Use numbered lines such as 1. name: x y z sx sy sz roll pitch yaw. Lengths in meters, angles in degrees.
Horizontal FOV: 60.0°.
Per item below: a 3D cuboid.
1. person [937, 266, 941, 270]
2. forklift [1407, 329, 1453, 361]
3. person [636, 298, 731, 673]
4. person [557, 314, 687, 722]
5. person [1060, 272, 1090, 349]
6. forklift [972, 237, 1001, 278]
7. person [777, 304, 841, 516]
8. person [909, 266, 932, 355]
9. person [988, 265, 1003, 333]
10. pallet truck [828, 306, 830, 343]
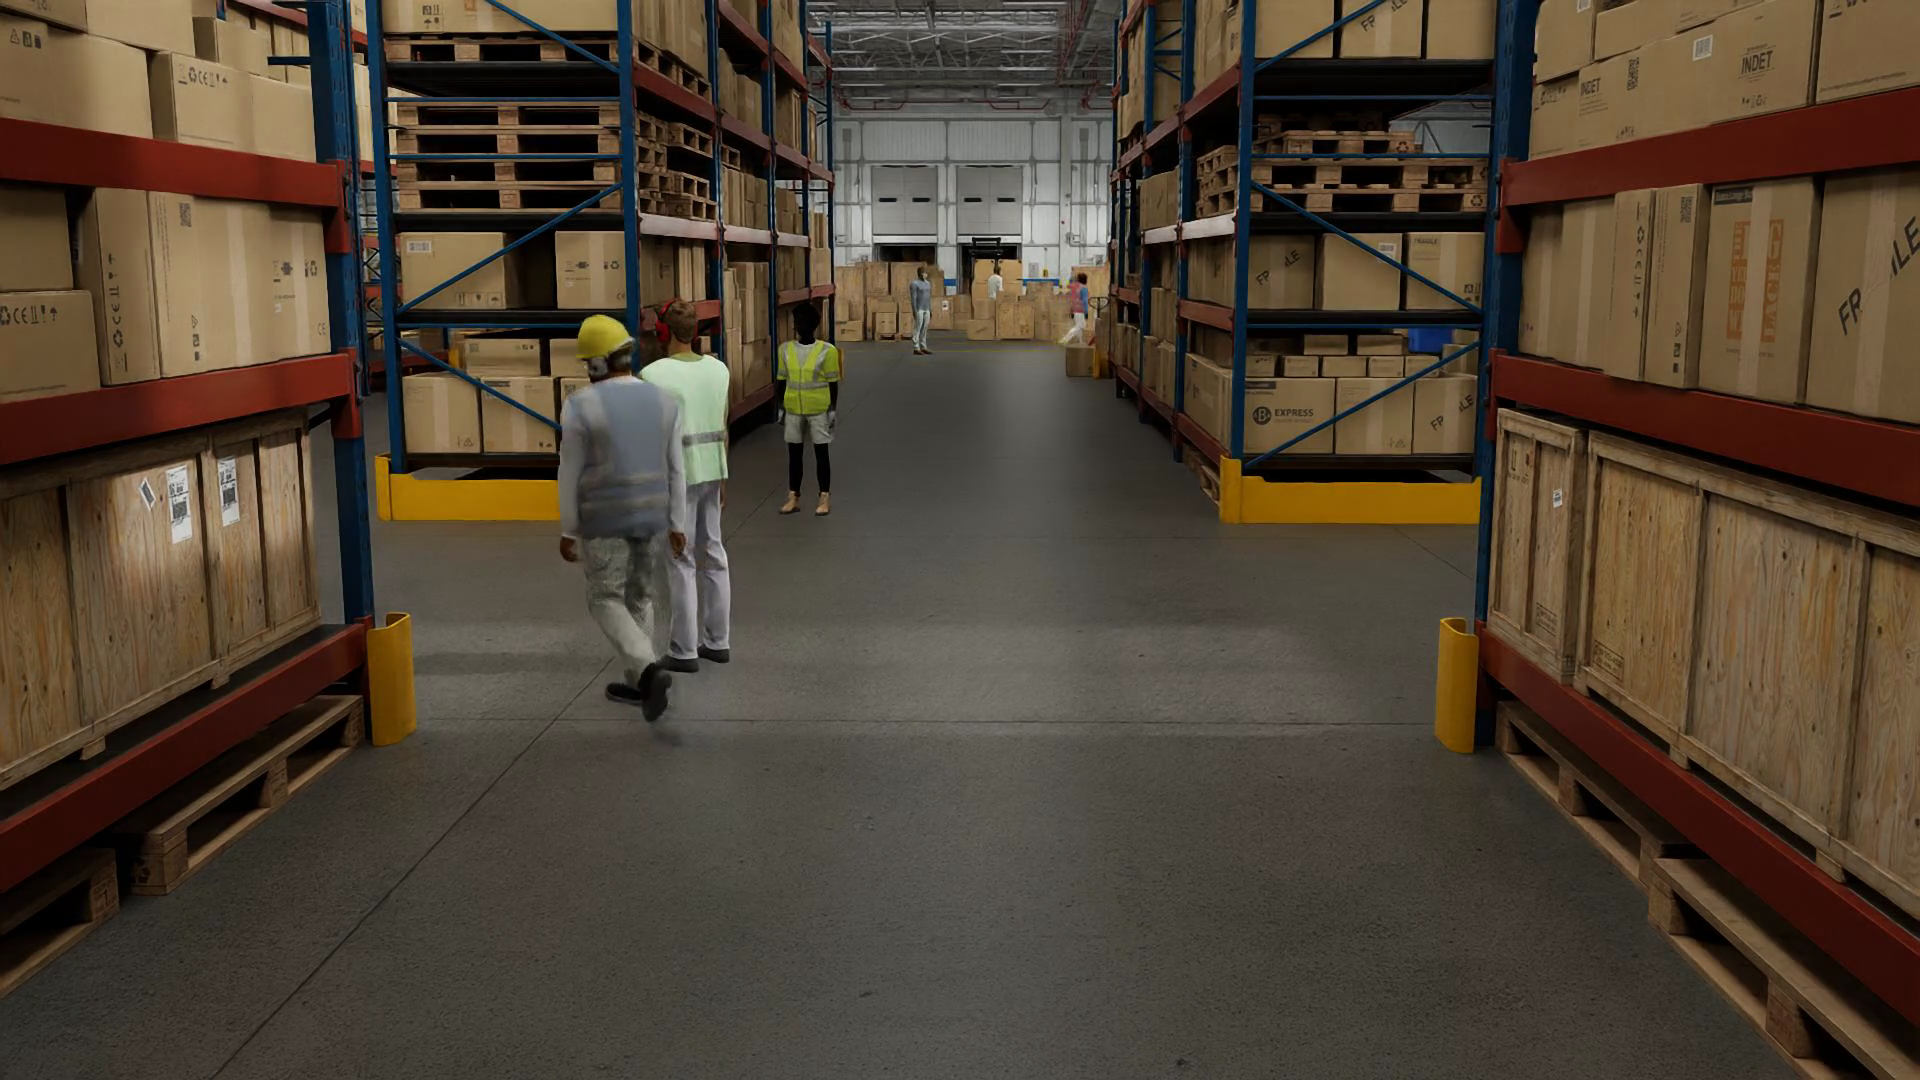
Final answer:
1. person: -0.882 -10.338 68.473 0.940 1.876 0.596 -3 10 -15
2. forklift: 9.724 -4.779 32.187 1.873 2.768 1.129 0 9 1
3. person: -1.349 -0.262 8.223 0.396 1.847 0.565 7 12 36
4. person: -1.448 -0.087 7.325 0.598 1.805 0.676 -9 13 -44
5. person: 2.672 -5.243 38.166 0.789 1.815 0.636 -3 10 -18
6. forklift: 0.847 -8.362 53.652 1.129 2.768 1.873 0 9 1
7. person: -1.217 -1.037 13.311 0.533 1.697 0.322 3 10 17
8. person: -0.838 -5.026 36.485 0.372 1.940 0.632 7 12 37
9. person: 1.038 -6.885 47.625 0.351 1.936 0.635 -6 11 -31
10. pallet truck: -3.100 -3.940 29.800 1.885 1.965 0.823 3 10 19
